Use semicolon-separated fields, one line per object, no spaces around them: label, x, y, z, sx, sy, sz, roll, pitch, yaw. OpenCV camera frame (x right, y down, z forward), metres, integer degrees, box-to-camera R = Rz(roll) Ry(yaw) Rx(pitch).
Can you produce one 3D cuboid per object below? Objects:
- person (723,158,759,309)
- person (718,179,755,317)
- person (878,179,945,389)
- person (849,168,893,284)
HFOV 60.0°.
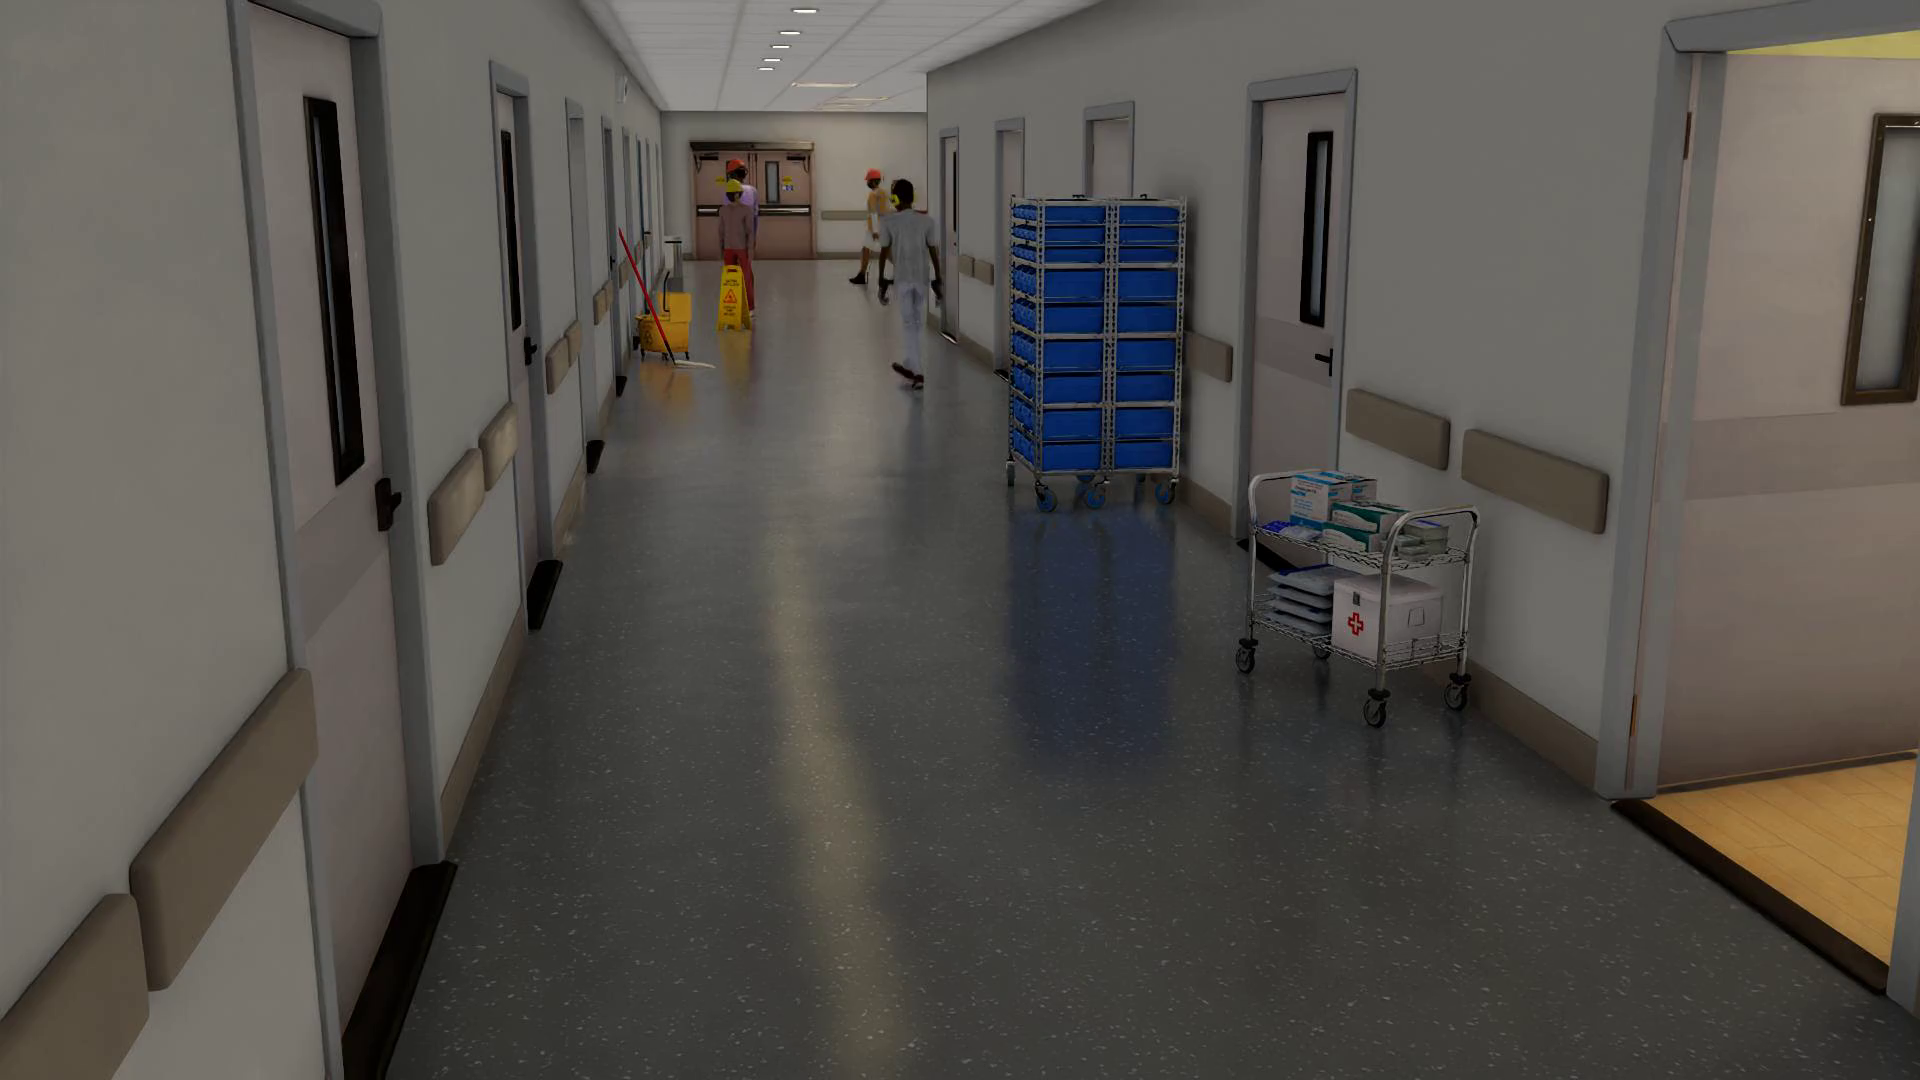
person;-3.005;-4.146;22.605;0.409;2.028;0.615;9;16;35
person;-2.877;-3.741;21.383;0.527;1.767;0.319;6;14;23
person;-0.432;-2.252;14.674;0.561;1.815;1.001;-4;13;-19
person;-1.339;-5.153;27.377;0.977;1.895;0.559;5;14;21
